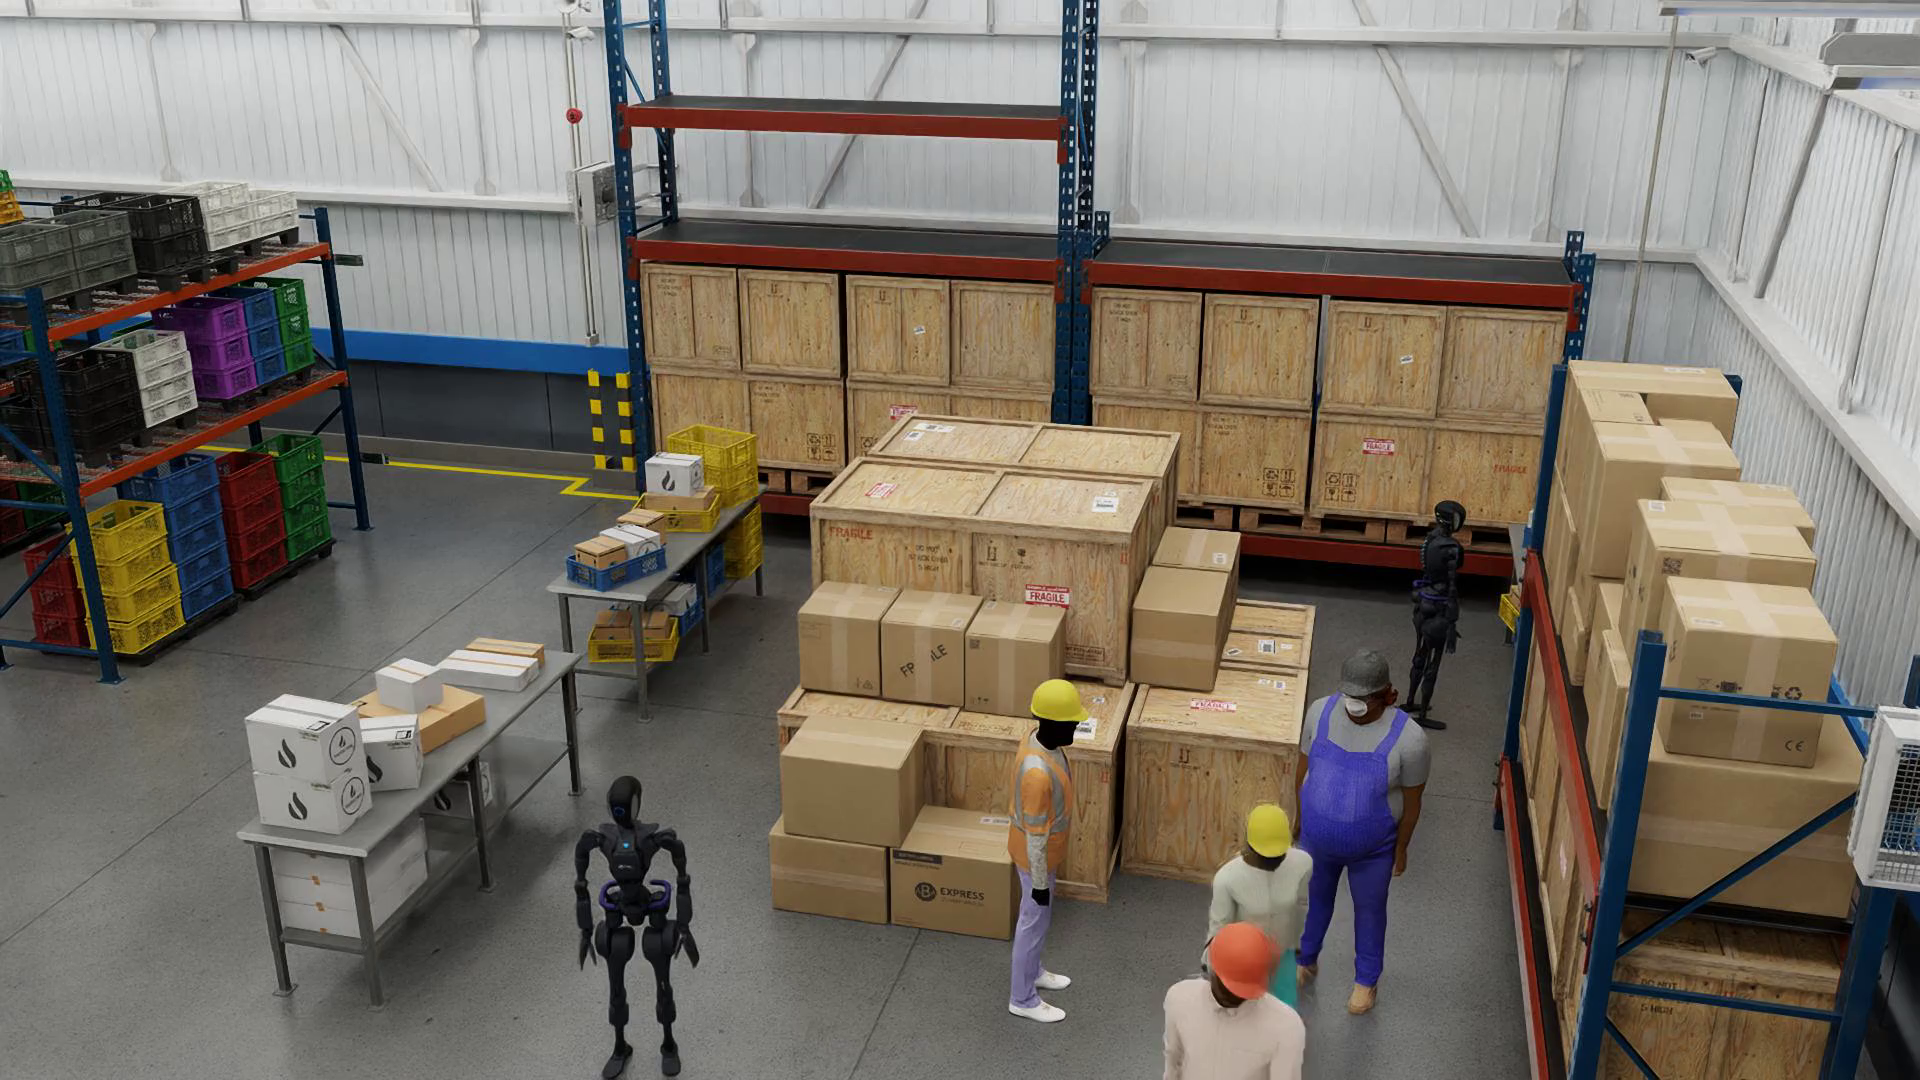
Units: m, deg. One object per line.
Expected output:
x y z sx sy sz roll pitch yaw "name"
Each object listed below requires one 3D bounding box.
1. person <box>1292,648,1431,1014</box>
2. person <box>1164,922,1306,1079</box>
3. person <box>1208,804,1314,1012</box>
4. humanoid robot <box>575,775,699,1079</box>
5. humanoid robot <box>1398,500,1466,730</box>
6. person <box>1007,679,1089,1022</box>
2.019 1.503 8.635 0.677 2.000 0.537 13 25 31 "person"
1.052 2.346 6.601 0.592 1.911 1.043 9 23 22 "person"
1.415 1.977 7.851 0.544 1.703 0.933 -5 21 -12 "person"
-1.572 1.890 8.108 0.590 1.657 0.328 -1 21 -2 "humanoid robot"
3.358 0.503 11.740 0.323 1.655 0.601 -1 21 -3 "humanoid robot"
0.448 1.591 8.580 0.398 1.919 0.586 2 21 6 "person"
